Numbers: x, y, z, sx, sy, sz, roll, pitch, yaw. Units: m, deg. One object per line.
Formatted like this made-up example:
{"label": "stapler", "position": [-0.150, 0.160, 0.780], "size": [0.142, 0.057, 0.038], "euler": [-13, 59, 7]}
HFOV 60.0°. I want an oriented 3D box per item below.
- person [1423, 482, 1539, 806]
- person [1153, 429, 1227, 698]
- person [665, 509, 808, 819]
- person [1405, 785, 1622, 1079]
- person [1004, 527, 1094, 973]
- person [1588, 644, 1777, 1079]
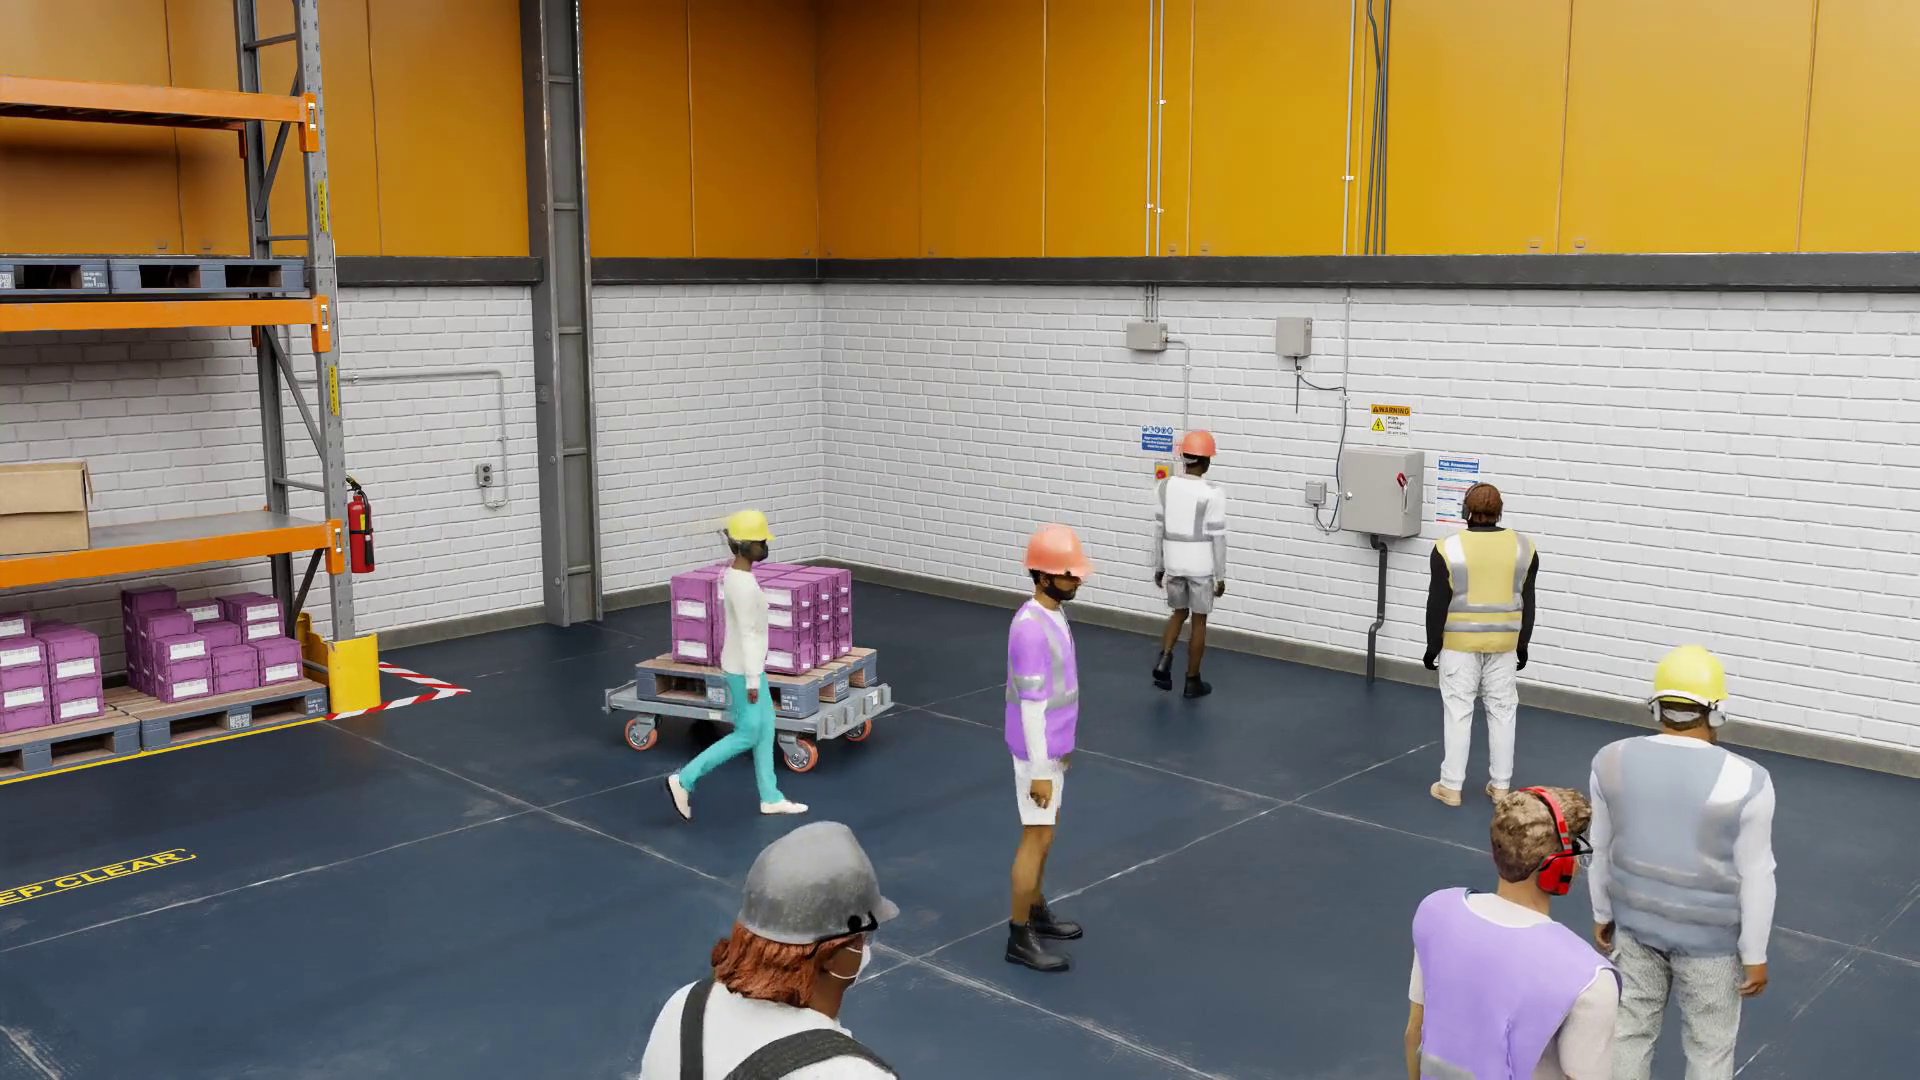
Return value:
{"label": "person", "position": [2.925, 0.590, 9.414], "size": [0.619, 1.845, 0.430], "euler": [0, 9, -2]}
{"label": "person", "position": [1.612, 0.179, 11.694], "size": [0.561, 1.918, 0.464], "euler": [7, 12, 38]}
{"label": "person", "position": [-1.227, 0.695, 9.077], "size": [0.726, 1.742, 0.532], "euler": [-2, 9, -11]}
{"label": "person", "position": [1.282, 1.482, 3.937], "size": [0.372, 1.843, 0.571], "euler": [-5, 11, -30]}
{"label": "person", "position": [0.392, 0.897, 7.292], "size": [0.385, 1.924, 0.612], "euler": [2, 9, 12]}
{"label": "person", "position": [2.347, 1.249, 5.437], "size": [0.403, 1.829, 0.600], "euler": [-8, 13, -42]}
